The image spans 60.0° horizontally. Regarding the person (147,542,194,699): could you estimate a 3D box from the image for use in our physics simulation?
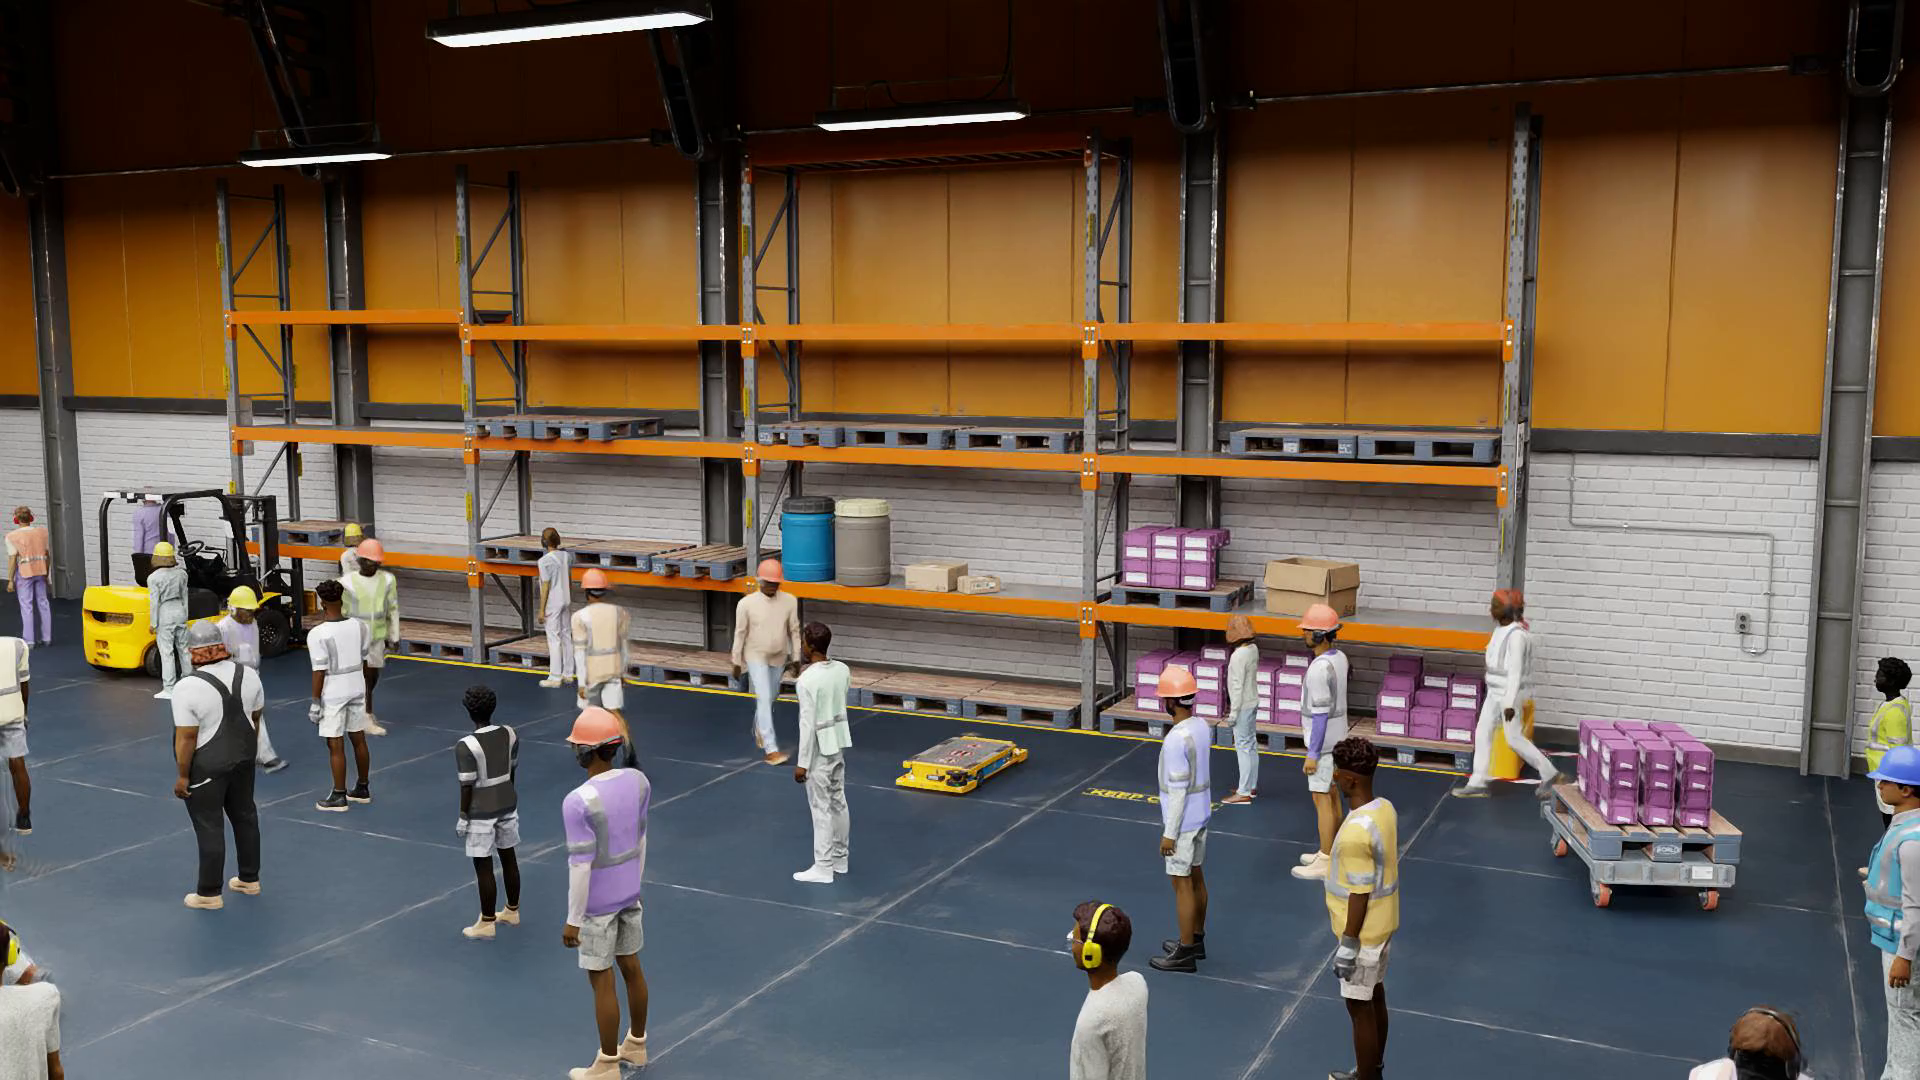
[{"bbox_3d":[-8.785,0.886,18.455,0.308,1.744,0.485,4,8,28],"label":"person"}]

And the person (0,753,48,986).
[{"bbox_3d":[-5.844,1.850,9.847,0.887,1.910,0.630,1,7,6],"label":"person"}]

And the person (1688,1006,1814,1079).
[{"bbox_3d":[2.702,2.425,5.615,1.004,1.788,0.617,-7,10,-44],"label":"person"}]

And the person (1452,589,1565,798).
[{"bbox_3d":[4.763,1.335,14.323,0.886,1.855,0.586,0,7,-1],"label":"person"}]

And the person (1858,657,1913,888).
[{"bbox_3d":[6.723,1.686,12.033,0.322,1.697,0.533,4,8,28],"label":"person"}]

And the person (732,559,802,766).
[{"bbox_3d":[-1.856,1.114,15.824,0.643,1.944,1.035,-4,8,-28],"label":"person"}]

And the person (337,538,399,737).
[{"bbox_3d":[-6.069,0.952,16.929,0.657,1.999,0.958,-6,9,-39],"label":"person"}]

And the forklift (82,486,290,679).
[{"bbox_3d":[-9.426,0.454,20.179,1.214,2.155,2.313,3,8,26],"label":"forklift"}]

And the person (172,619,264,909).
[{"bbox_3d":[-5.273,1.554,11.713,0.537,2.000,0.675,4,8,28],"label":"person"}]

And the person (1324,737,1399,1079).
[{"bbox_3d":[2.053,1.977,8.542,0.373,1.962,0.605,4,8,28],"label":"person"}]

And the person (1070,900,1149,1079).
[{"bbox_3d":[0.540,2.289,6.340,0.334,1.873,0.521,4,8,28],"label":"person"}]

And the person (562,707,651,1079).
[{"bbox_3d":[-1.905,1.897,8.865,0.389,2.045,0.606,4,8,28],"label":"person"}]

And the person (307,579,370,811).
[{"bbox_3d":[-5.254,1.308,14.073,0.373,1.962,0.605,4,8,28],"label":"person"}]

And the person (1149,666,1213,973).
[{"bbox_3d":[1.386,1.755,10.501,0.376,1.933,0.544,4,8,28],"label":"person"}]

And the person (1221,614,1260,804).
[{"bbox_3d":[2.417,1.446,14.276,0.285,1.632,0.499,4,8,28],"label":"person"}]

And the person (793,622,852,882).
[{"bbox_3d":[-1.006,1.554,12.217,0.398,1.920,0.588,4,8,28],"label":"person"}]

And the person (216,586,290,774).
[{"bbox_3d":[-6.637,1.281,15.191,1.008,1.749,0.597,2,7,16],"label":"person"}]

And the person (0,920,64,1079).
[{"bbox_3d":[-3.598,2.307,6.232,0.334,1.864,0.521,4,8,28],"label":"person"}]

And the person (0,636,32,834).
[{"bbox_3d":[-7.659,1.417,13.172,0.373,1.962,0.605,4,8,28],"label":"person"}]

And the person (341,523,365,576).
[{"bbox_3d":[-7.359,0.664,20.311,0.313,1.739,0.485,4,8,28],"label":"person"}]

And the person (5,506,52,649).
[{"bbox_3d":[-11.936,0.489,21.343,0.395,1.839,0.564,4,8,28],"label":"person"}]

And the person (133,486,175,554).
[{"bbox_3d":[-11.436,0.186,23.569,0.401,1.910,0.640,4,8,28],"label":"person"}]

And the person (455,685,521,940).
[{"bbox_3d":[-3.142,1.802,11.068,0.322,1.698,0.533,4,8,28],"label":"person"}]

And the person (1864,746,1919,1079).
[{"bbox_3d":[4.757,2.001,8.402,0.398,1.949,0.604,4,8,28],"label":"person"}]

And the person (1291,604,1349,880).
[{"bbox_3d":[2.654,1.484,12.277,0.389,2.045,0.606,4,8,28],"label":"person"}]

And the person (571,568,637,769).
[{"bbox_3d":[-3.219,1.212,15.107,0.557,1.909,0.839,-5,9,-36],"label":"person"}]

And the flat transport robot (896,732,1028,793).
[{"bbox_3d":[0.035,2.016,15.148,0.652,0.197,1.431,3,8,26],"label":"flat transport robot"}]

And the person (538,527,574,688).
[{"bbox_3d":[-4.634,0.769,19.022,0.350,1.842,0.506,4,8,28],"label":"person"}]
